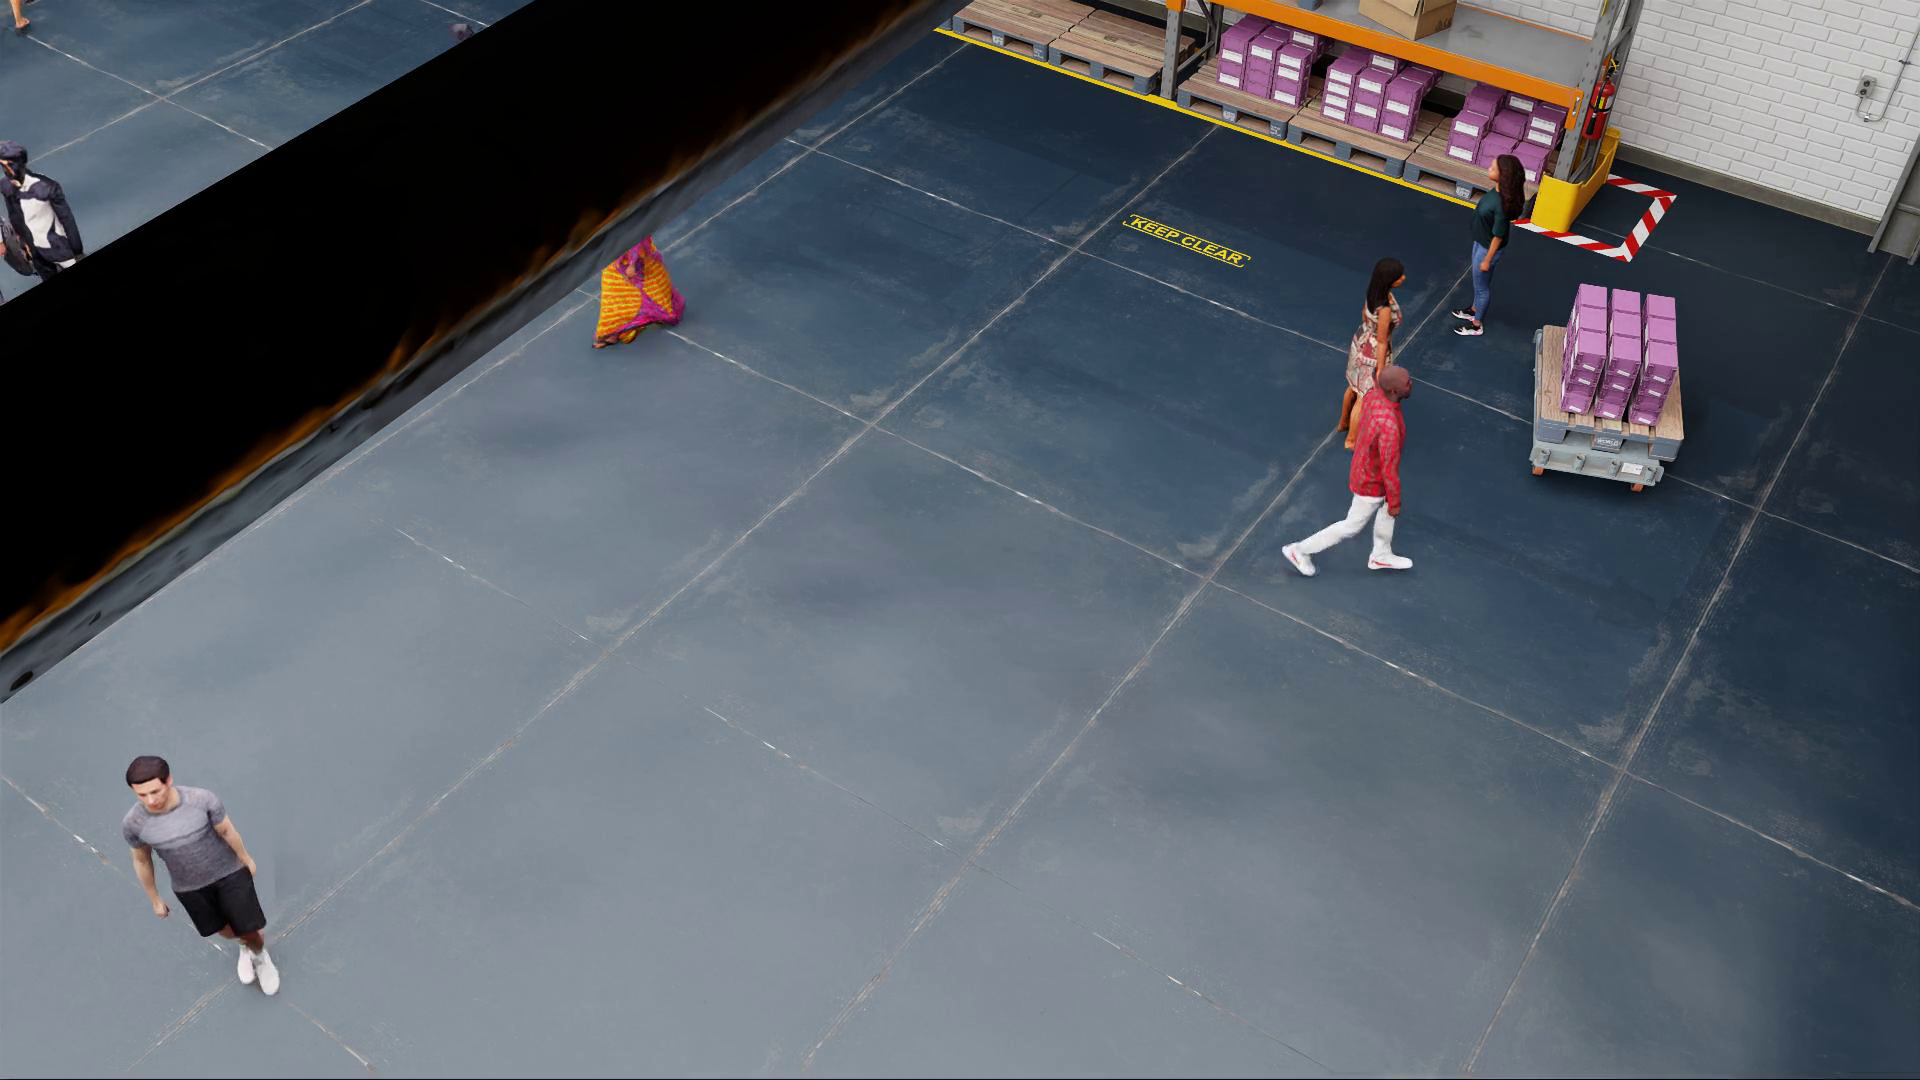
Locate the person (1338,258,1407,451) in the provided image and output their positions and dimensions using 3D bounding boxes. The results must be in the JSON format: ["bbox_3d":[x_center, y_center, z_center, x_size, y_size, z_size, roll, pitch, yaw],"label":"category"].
[{"bbox_3d":[3.066,-1.403,12.404,0.744,1.645,0.721,-2,44,-2],"label":"person"}]

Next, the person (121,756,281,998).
[{"bbox_3d":[-4.065,1.723,8.972,0.824,1.854,0.870,-12,45,-12],"label":"person"}]

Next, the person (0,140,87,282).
[{"bbox_3d":[-7.181,-2.315,13.184,0.693,1.890,0.831,6,44,6],"label":"person"}]

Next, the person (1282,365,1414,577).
[{"bbox_3d":[2.710,-0.420,11.259,1.270,1.802,1.046,4,44,4],"label":"person"}]

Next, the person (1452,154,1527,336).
[{"bbox_3d":[4.281,-2.386,13.457,0.700,1.616,0.682,9,44,9],"label":"person"}]
